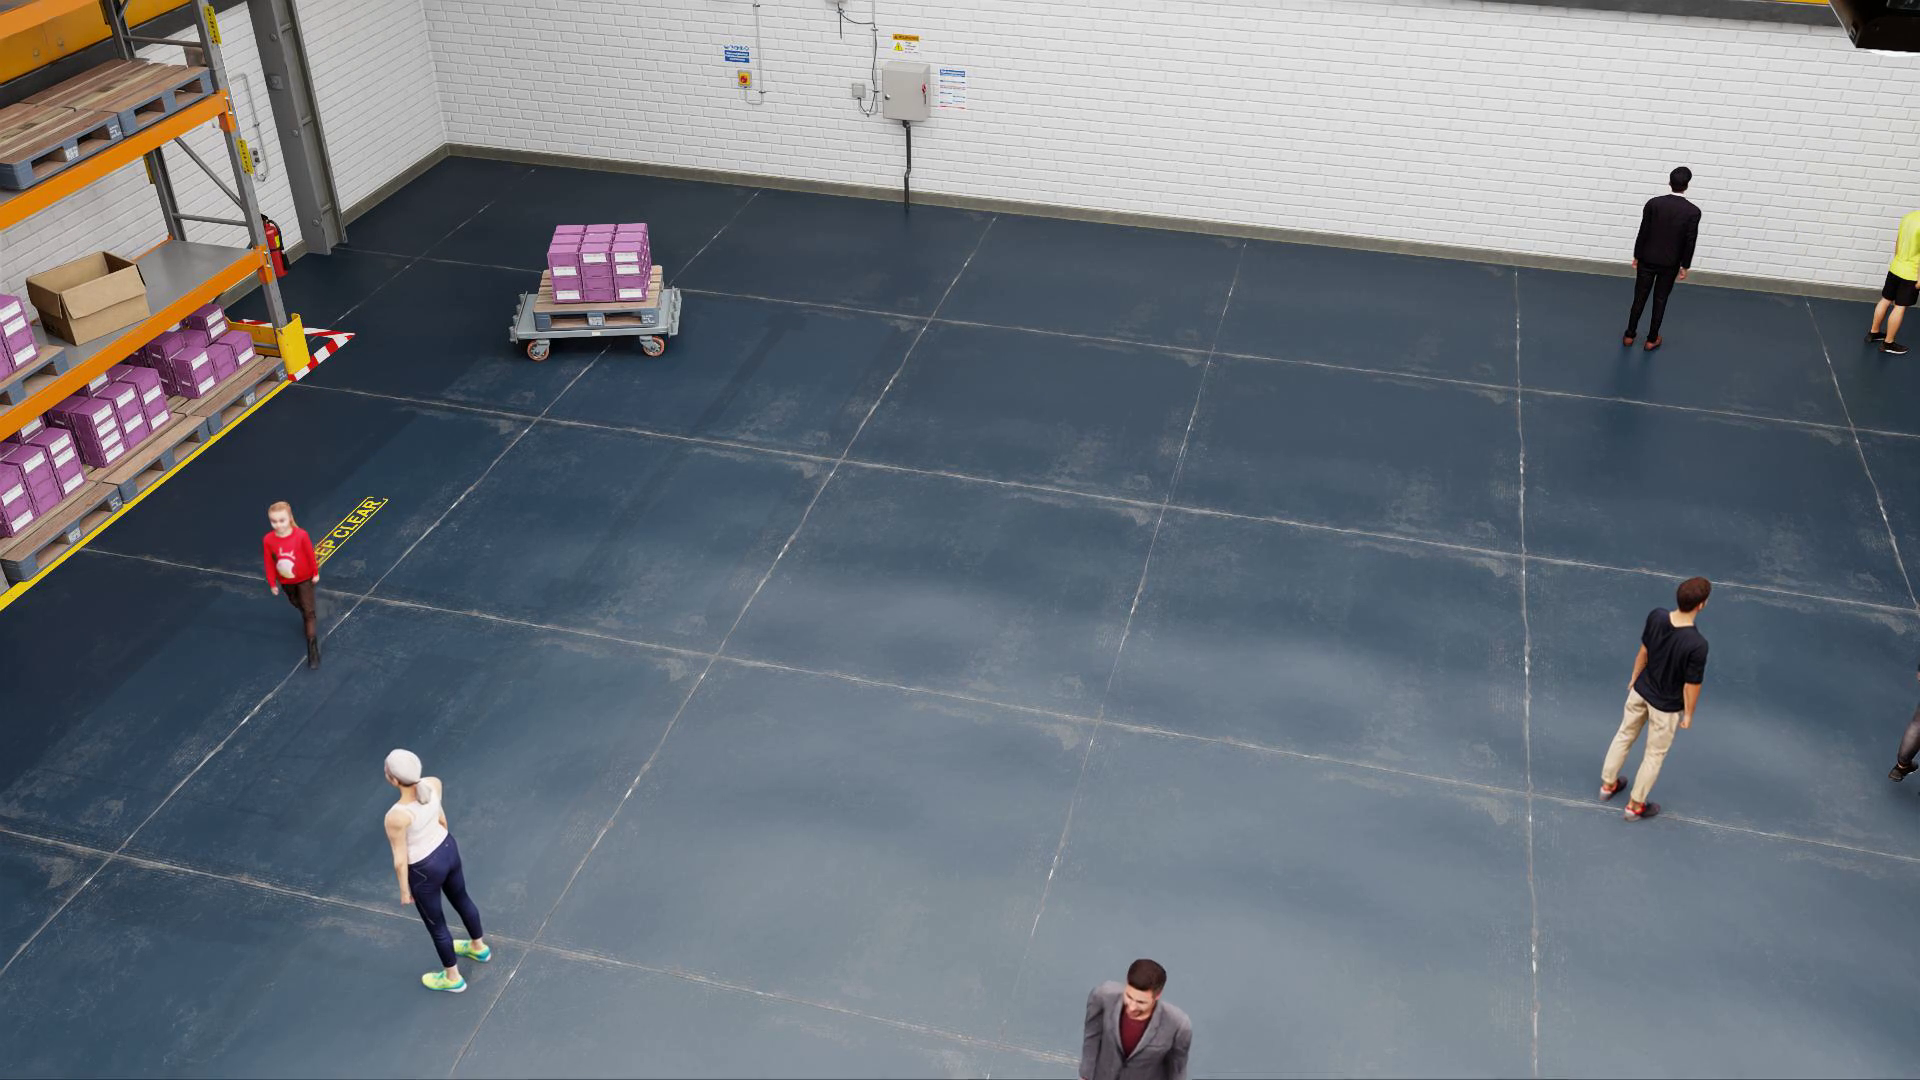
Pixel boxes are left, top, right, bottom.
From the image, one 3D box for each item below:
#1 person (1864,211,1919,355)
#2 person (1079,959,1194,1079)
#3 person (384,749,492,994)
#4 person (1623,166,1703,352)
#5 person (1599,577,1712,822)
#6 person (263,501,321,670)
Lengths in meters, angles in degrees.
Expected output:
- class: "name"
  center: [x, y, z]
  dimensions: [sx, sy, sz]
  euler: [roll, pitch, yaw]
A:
- class: "person"
  center: [9.384, -2.692, 16.467]
  dimensions: [0.750, 1.709, 0.603]
  euler: [-3, 34, -5]
- class: "person"
  center: [0.852, 2.674, 8.259]
  dimensions: [0.797, 1.857, 0.994]
  euler: [14, 36, 20]
- class: "person"
  center: [-3.032, 1.890, 9.583]
  dimensions: [0.664, 1.698, 0.507]
  euler: [12, 36, 18]
- class: "person"
  center: [6.926, -2.786, 16.451]
  dimensions: [0.750, 1.883, 0.638]
  euler: [17, 37, 24]
- class: "person"
  center: [4.507, 1.022, 10.748]
  dimensions: [0.757, 1.854, 0.693]
  euler: [-17, 37, -24]
- class: "person"
  center: [-4.973, 0.256, 12.444]
  dimensions: [0.775, 1.252, 0.985]
  euler: [-8, 34, -11]
